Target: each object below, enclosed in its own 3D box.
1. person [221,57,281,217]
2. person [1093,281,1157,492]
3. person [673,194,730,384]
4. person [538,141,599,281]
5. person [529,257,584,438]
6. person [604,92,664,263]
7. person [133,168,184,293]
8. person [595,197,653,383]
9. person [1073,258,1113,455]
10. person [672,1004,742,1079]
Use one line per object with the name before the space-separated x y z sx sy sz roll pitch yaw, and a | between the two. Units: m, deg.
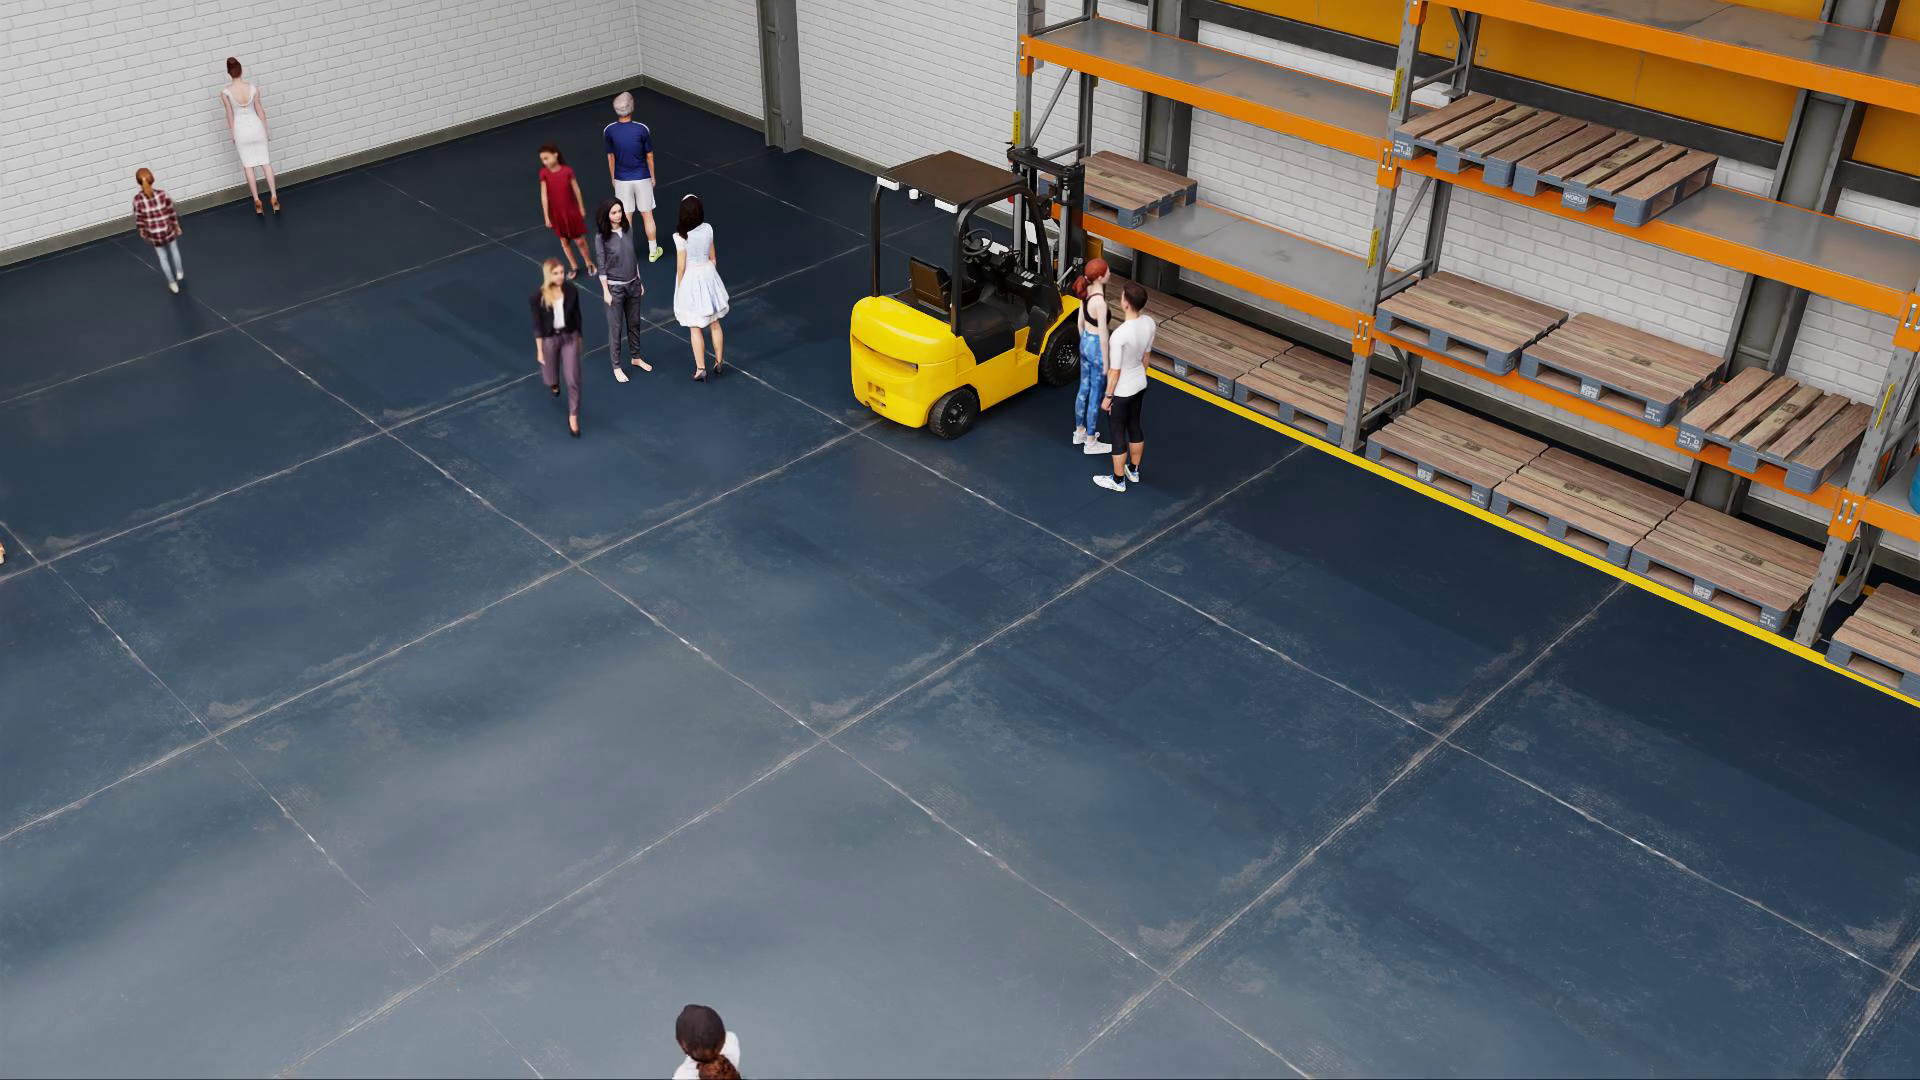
person | -7.977 -4.534 18.678 0.608 1.794 0.581 -16 37 -22
person | 1.382 -1.266 13.710 0.543 1.852 0.670 28 43 35
person | -2.398 -2.304 15.303 0.726 1.817 0.752 -23 40 -31
person | -4.080 -3.435 17.270 0.750 1.523 0.799 -12 35 -17
person | -3.527 -1.717 14.572 0.790 1.648 0.962 -14 36 -20
person | -3.457 -3.823 17.569 0.722 1.839 0.761 -3 34 -5
person | -8.205 -3.164 17.071 0.651 1.292 0.782 -18 38 -25
person | -3.149 -2.353 15.424 0.519 1.764 0.600 26 42 33
person | 1.148 -1.580 14.242 0.717 1.785 0.625 -14 36 -20
person | -1.080 2.811 7.717 1.068 1.696 0.708 21 39 28
